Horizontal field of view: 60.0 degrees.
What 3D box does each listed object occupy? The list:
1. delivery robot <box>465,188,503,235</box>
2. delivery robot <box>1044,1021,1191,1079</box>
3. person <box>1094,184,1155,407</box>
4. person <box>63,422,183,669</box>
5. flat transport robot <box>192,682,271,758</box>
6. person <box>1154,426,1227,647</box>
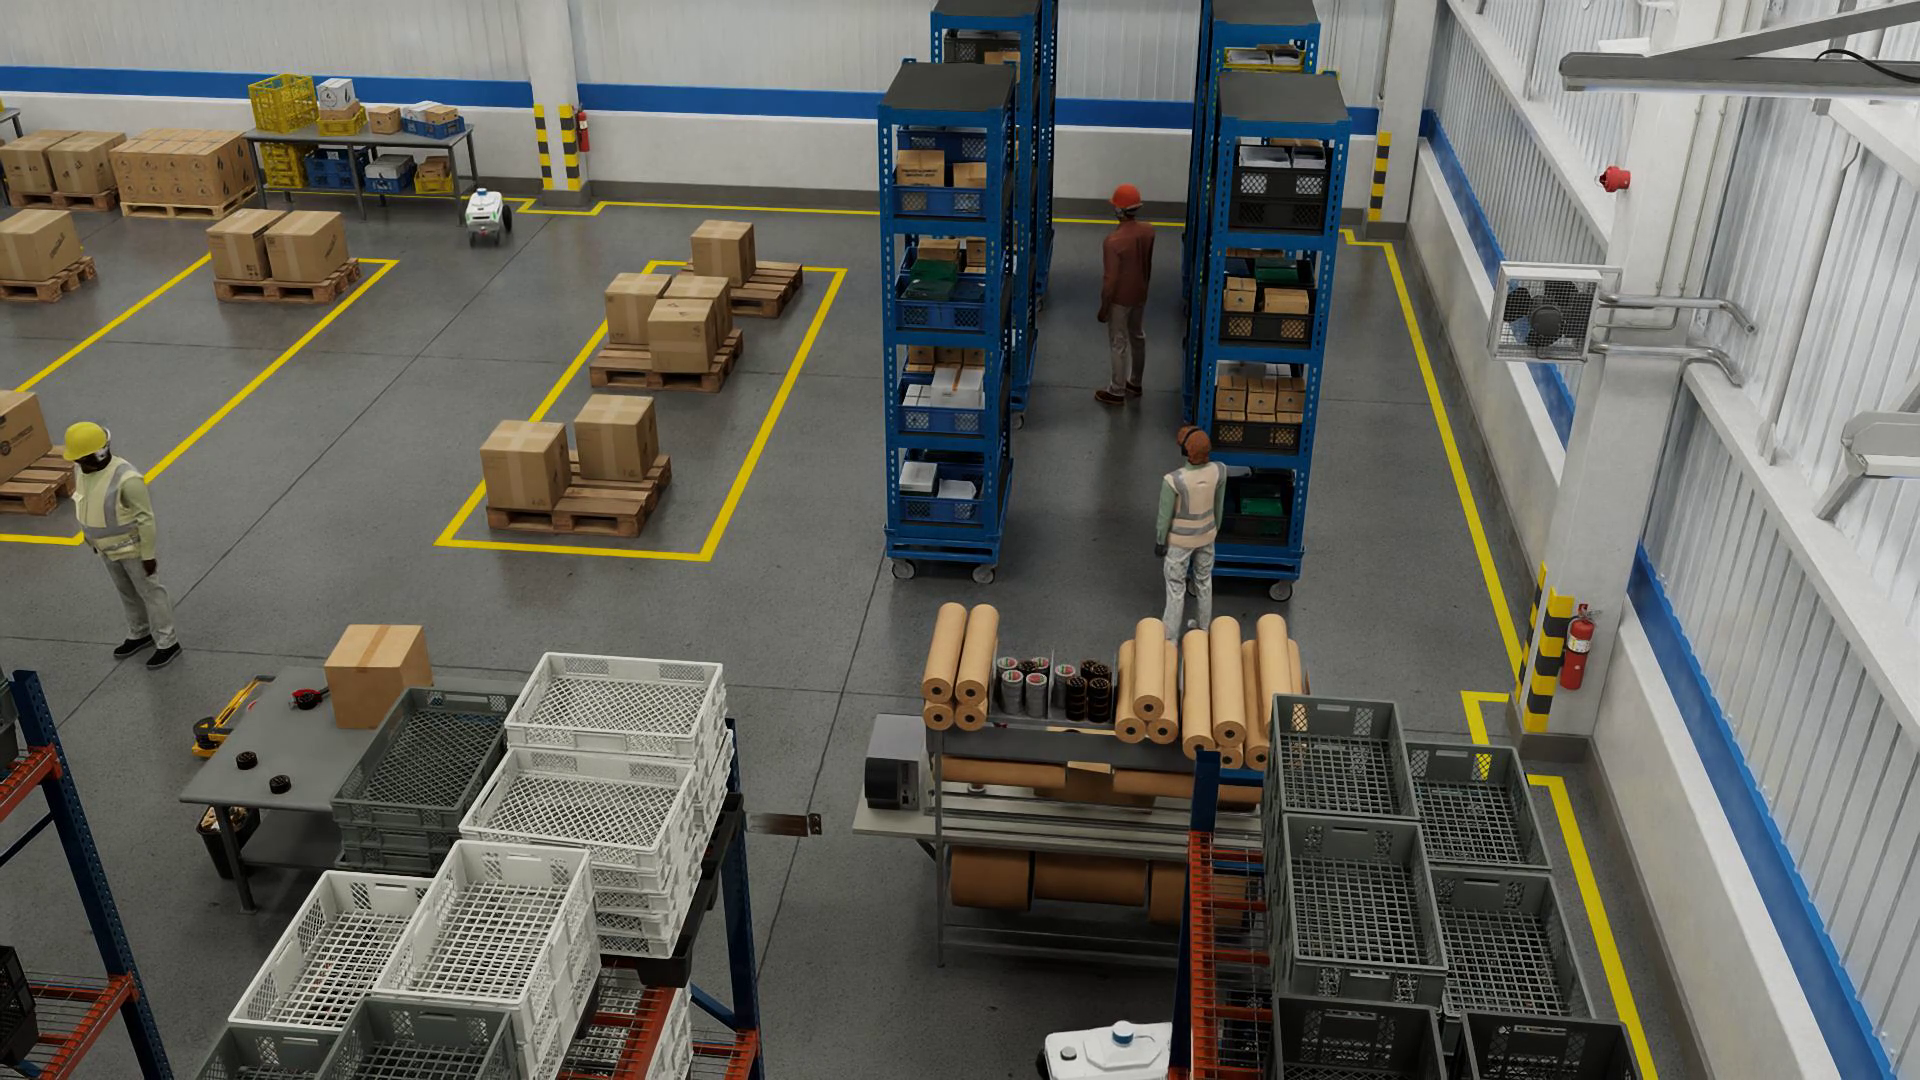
[{"bbox_3d":[-5.322,-3.691,18.613,0.477,0.478,0.707,-4,30,-7],"label":"delivery robot"},{"bbox_3d":[0.772,2.510,7.964,0.707,0.478,0.477,-4,30,-6],"label":"delivery robot"},{"bbox_3d":[1.438,-2.153,14.643,0.613,1.995,0.391,-25,39,-36],"label":"person"},{"bbox_3d":[-5.593,0.022,11.078,0.587,1.822,0.404,15,34,25],"label":"person"},{"bbox_3d":[-4.089,1.163,10.648,1.431,0.197,0.652,3,30,6],"label":"flat transport robot"},{"bbox_3d":[1.561,-0.012,11.324,0.518,1.632,0.314,-14,33,-23],"label":"person"}]
